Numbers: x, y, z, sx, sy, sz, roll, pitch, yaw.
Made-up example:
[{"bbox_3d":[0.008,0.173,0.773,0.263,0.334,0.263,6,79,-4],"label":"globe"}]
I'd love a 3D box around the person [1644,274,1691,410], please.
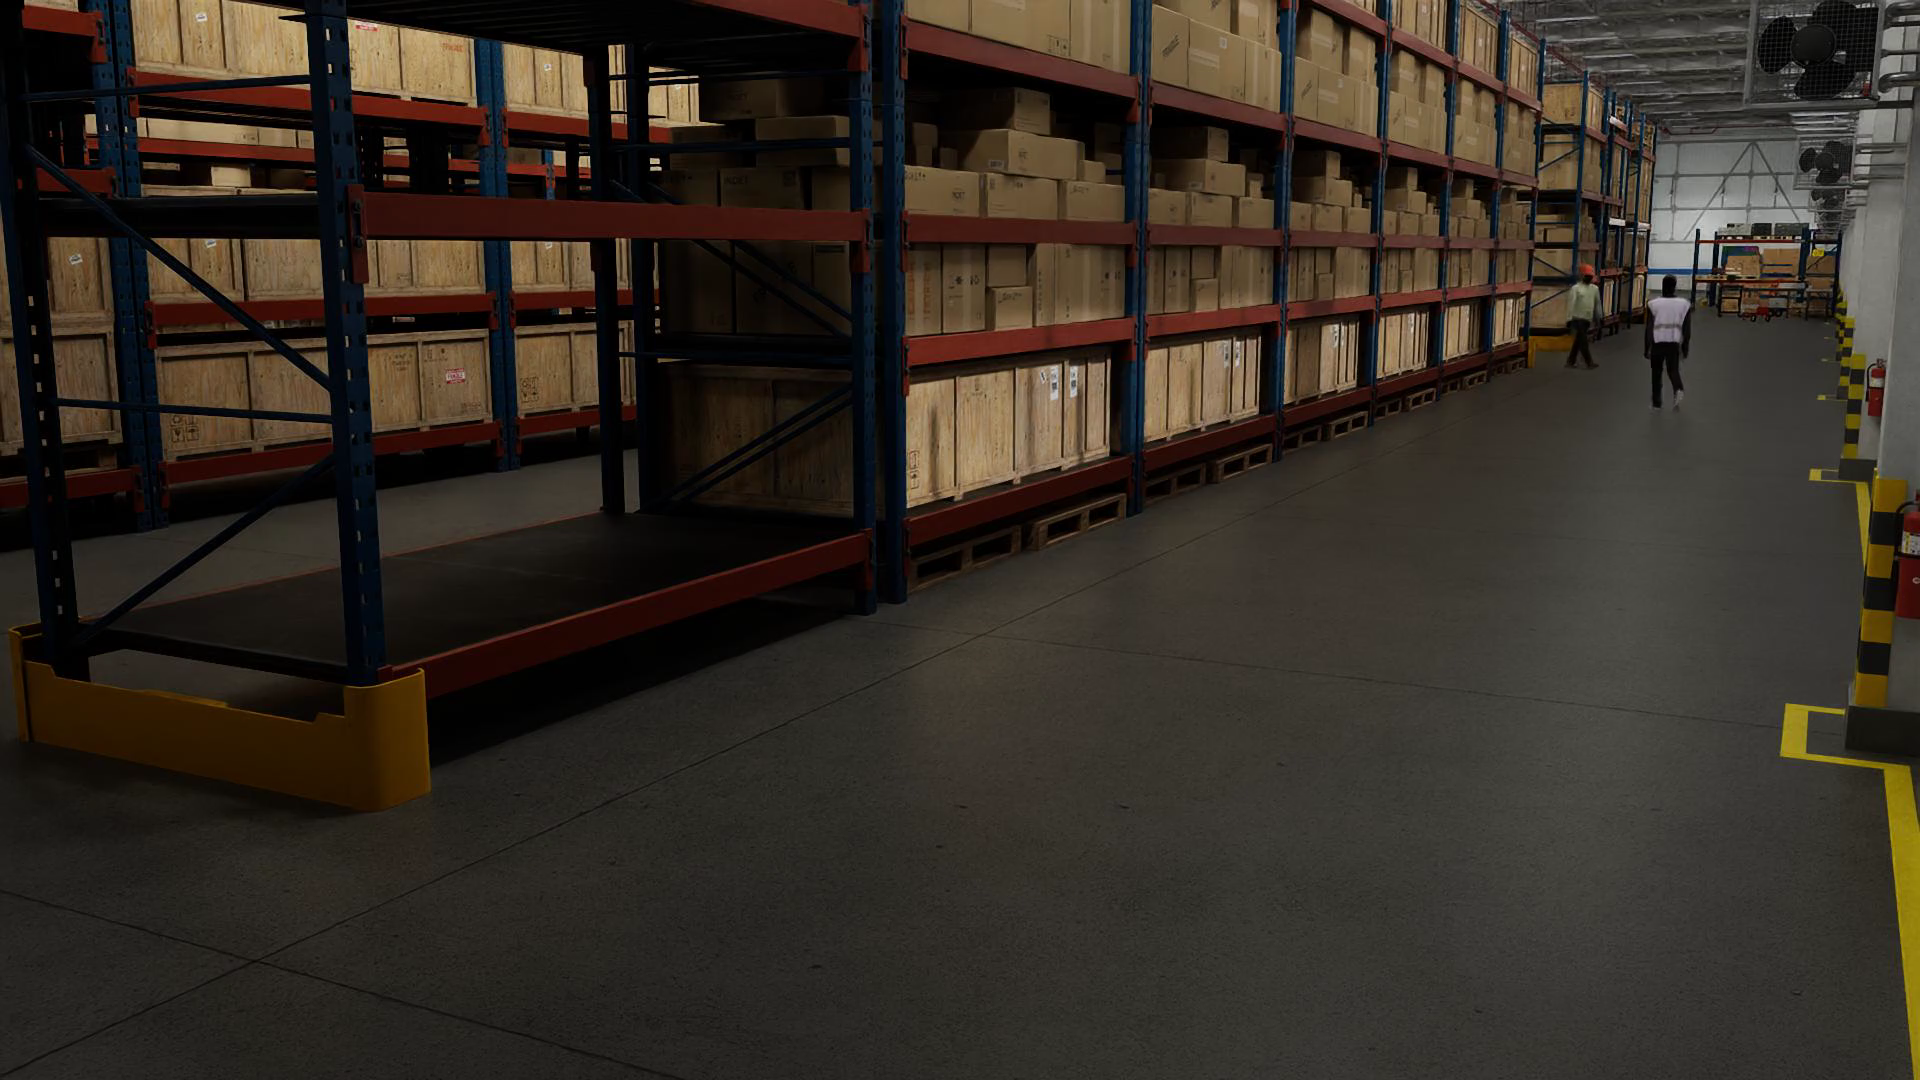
[{"bbox_3d":[9.735,-2.702,22.869,0.600,1.893,0.685,1,10,7],"label":"person"}]

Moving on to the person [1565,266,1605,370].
[{"bbox_3d":[11.697,-4.144,31.097,0.636,1.936,1.040,-3,10,-19],"label":"person"}]
